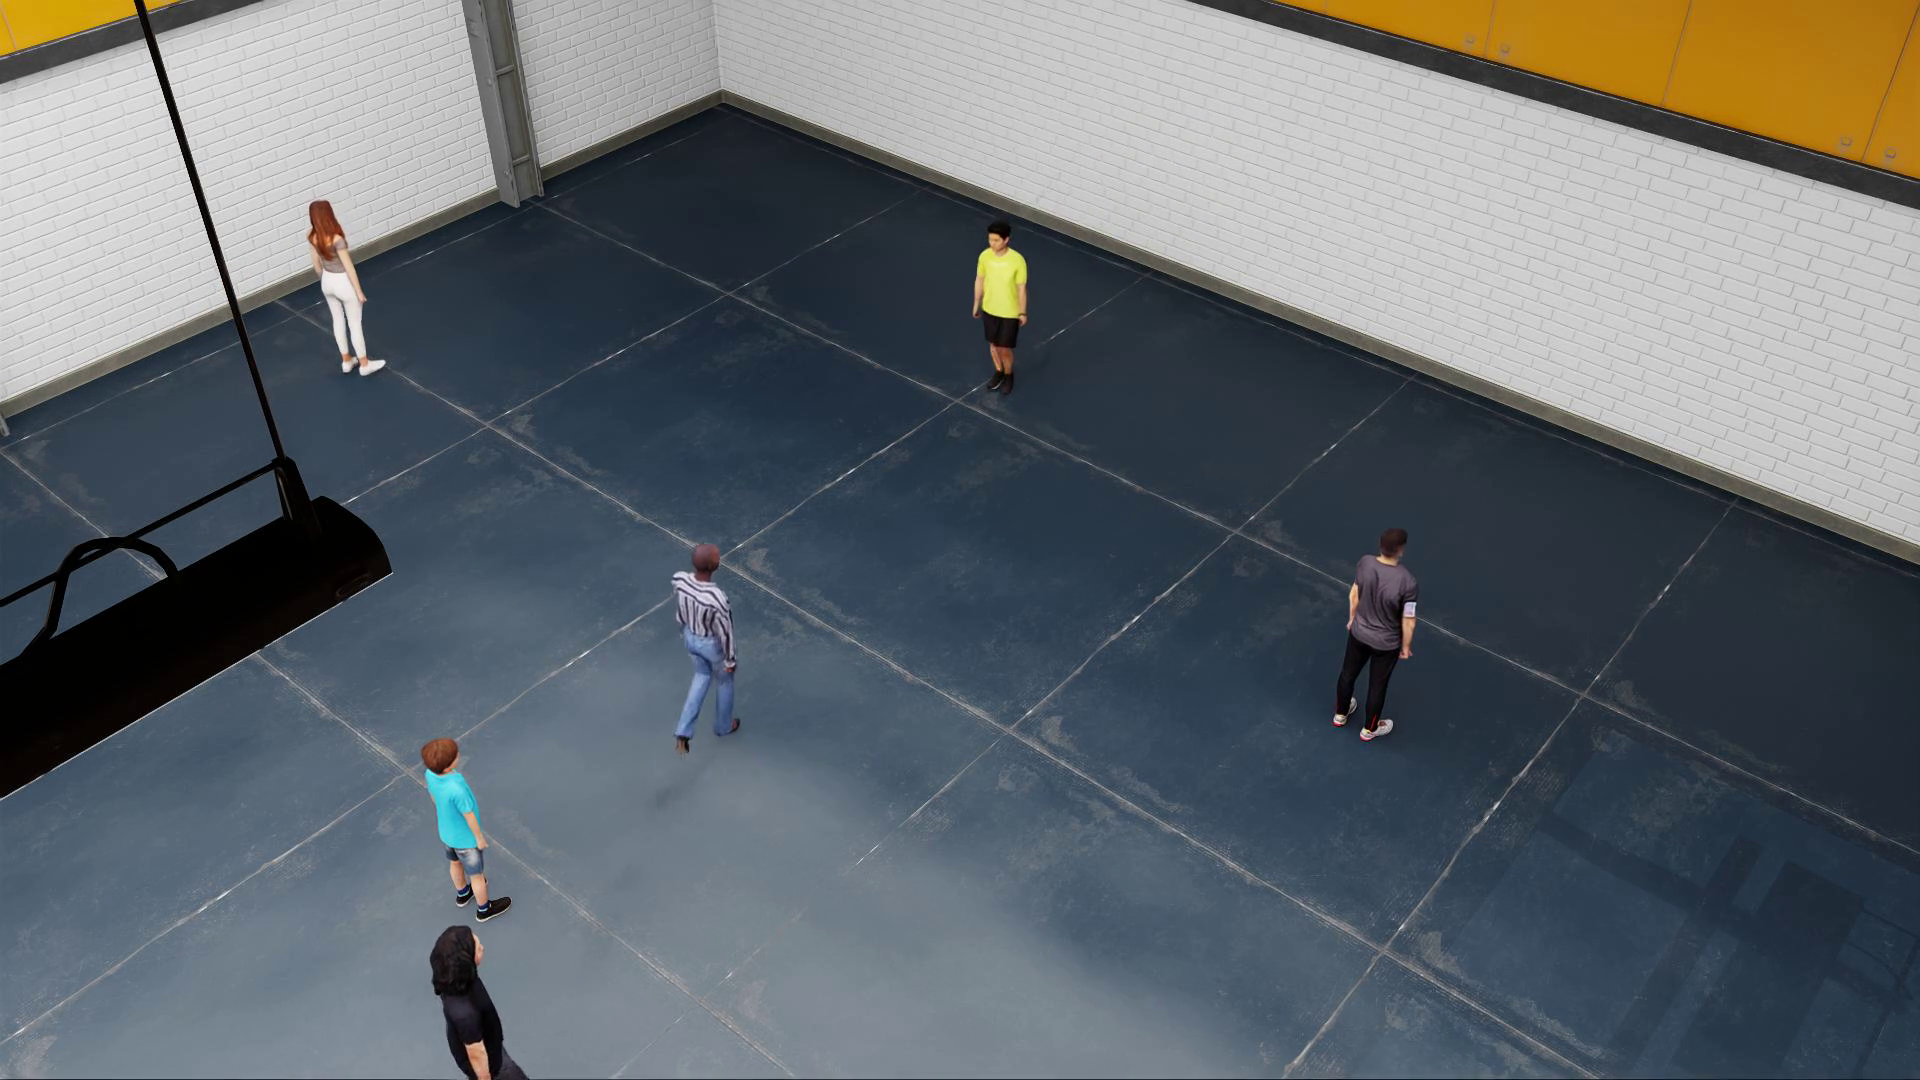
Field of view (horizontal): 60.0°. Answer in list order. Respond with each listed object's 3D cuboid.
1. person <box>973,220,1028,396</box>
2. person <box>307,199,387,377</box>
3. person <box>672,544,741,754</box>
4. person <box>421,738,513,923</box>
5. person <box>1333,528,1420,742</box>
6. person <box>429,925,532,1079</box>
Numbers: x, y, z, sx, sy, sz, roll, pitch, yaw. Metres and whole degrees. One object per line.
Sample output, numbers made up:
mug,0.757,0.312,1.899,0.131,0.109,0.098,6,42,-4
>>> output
person,0.406,-2.121,14.899,0.698,1.695,0.680,18,42,21
person,-5.628,-2.291,15.088,0.652,1.724,0.607,15,41,18
person,-1.744,0.789,11.193,0.740,1.773,0.905,20,43,23
person,-3.086,1.764,10.231,0.513,1.449,0.461,27,46,30
person,2.844,0.636,11.391,0.643,1.764,0.533,30,47,32
person,-2.607,2.703,8.770,1.077,1.804,0.857,-21,43,-24
